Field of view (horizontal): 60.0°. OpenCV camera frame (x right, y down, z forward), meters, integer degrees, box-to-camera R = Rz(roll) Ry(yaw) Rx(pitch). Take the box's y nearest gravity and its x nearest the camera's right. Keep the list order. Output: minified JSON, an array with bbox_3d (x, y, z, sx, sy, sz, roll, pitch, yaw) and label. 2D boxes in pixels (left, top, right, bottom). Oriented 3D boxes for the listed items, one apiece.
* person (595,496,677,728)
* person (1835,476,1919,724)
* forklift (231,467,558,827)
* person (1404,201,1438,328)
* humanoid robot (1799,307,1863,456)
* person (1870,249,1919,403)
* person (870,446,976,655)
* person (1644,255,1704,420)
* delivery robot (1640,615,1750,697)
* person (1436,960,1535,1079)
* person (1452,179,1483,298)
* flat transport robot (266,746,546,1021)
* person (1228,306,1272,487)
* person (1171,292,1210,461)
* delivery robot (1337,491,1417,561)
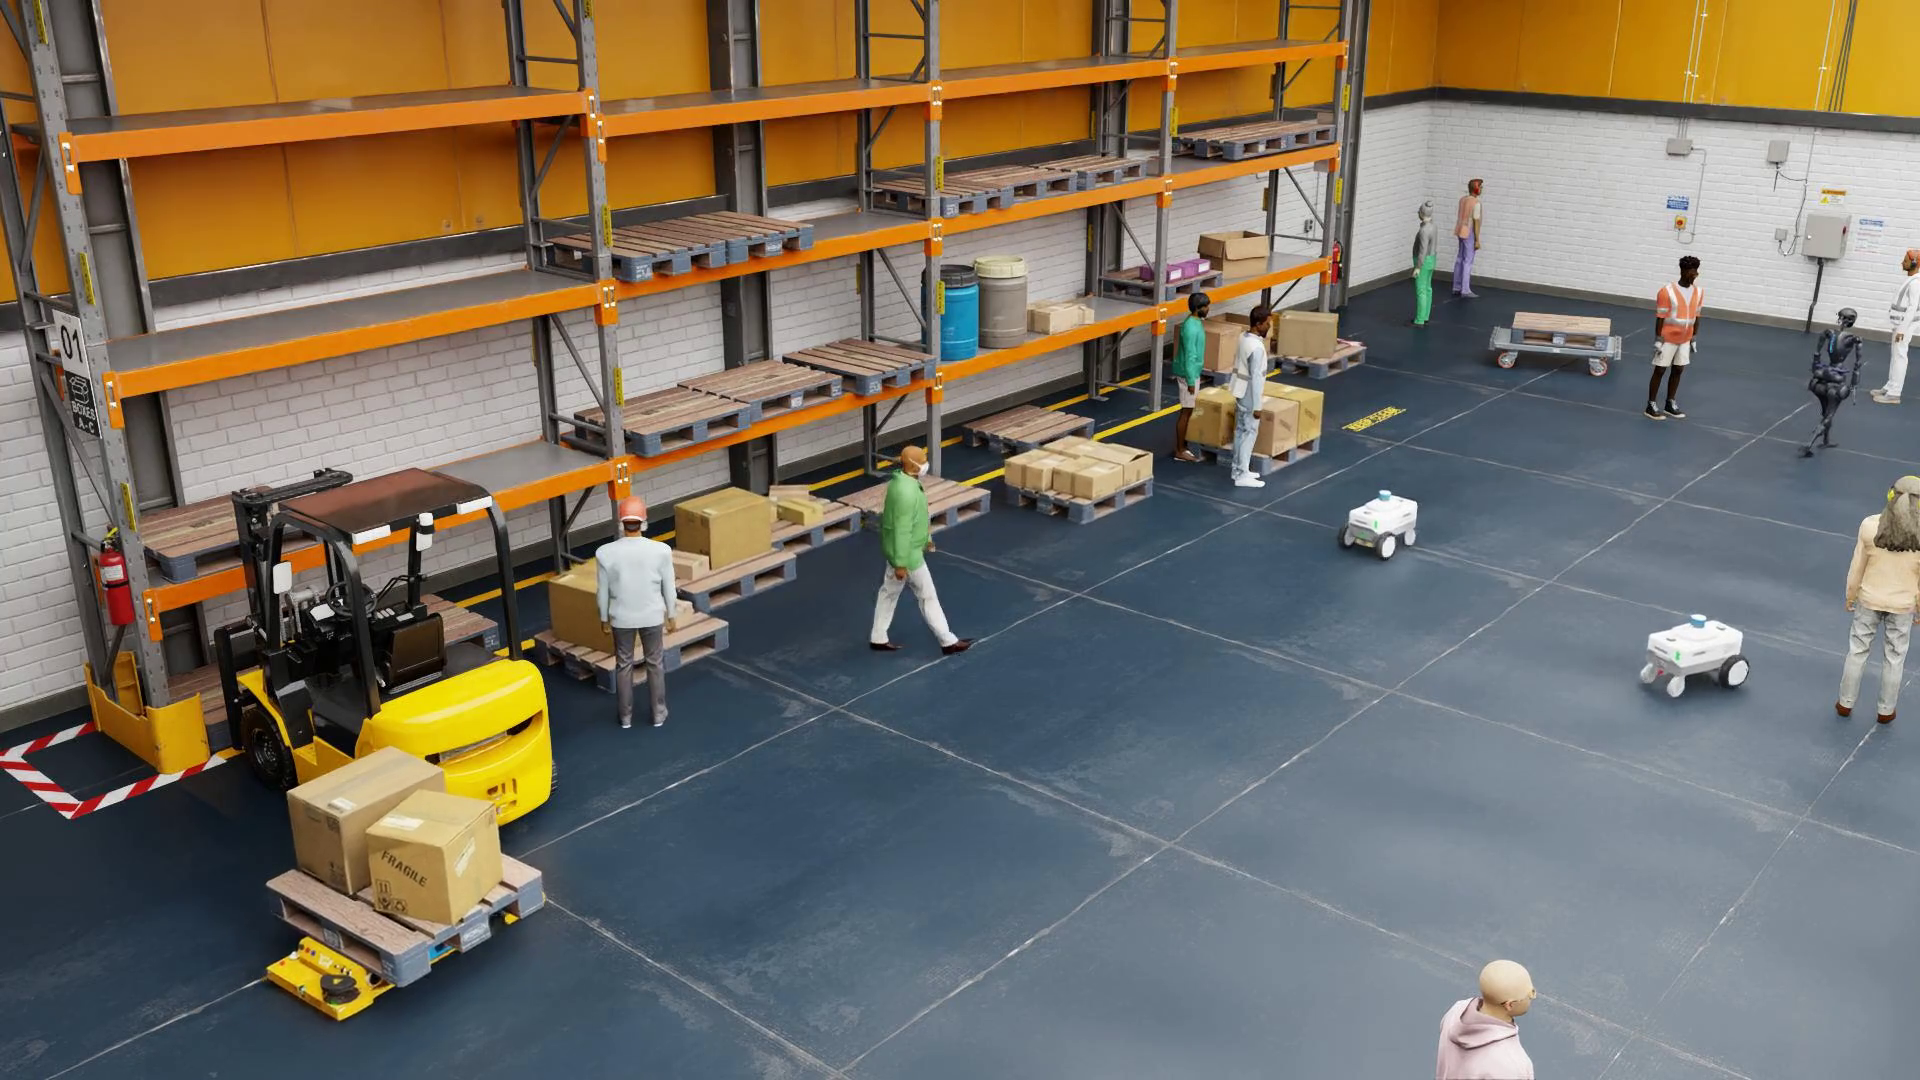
[{"bbox_3d":[-2.326,0.524,12.010,0.572,1.739,0.351,-4,21,-10],"label":"person"},{"bbox_3d":[6.711,0.440,12.042,0.554,1.877,0.410,12,23,28],"label":"person"},{"bbox_3d":[-3.730,0.710,10.856,2.313,2.155,1.214,17,26,38],"label":"forklift"},{"bbox_3d":[6.718,-4.008,24.132,0.344,1.850,0.512,13,24,31],"label":"person"},{"bbox_3d":[9.577,-1.749,18.318,0.740,1.640,0.611,-10,22,-25],"label":"humanoid robot"},{"bbox_3d":[11.489,-2.609,20.293,0.357,1.882,0.572,9,22,22],"label":"person"},{"bbox_3d":[-0.314,0.085,13.181,0.901,1.737,0.561,-2,20,-7],"label":"person"},{"bbox_3d":[8.433,-2.386,19.589,0.596,1.958,0.374,-5,21,-13],"label":"person"},{"bbox_3d":[5.648,0.863,12.793,0.790,0.589,0.499,-9,22,-23],"label":"delivery robot"},{"bbox_3d":[2.073,2.463,6.687,0.397,1.782,0.535,-4,21,-12],"label":"person"},{"bbox_3d":[7.974,-4.743,26.122,0.388,1.847,0.564,-4,21,-12],"label":"person"},{"bbox_3d":[-3.153,2.220,9.536,0.659,0.231,1.431,14,24,33],"label":"flat transport robot"},{"bbox_3d":[3.001,-1.486,17.217,0.414,1.906,0.601,-2,20,-5],"label":"person"},{"bbox_3d":[2.503,-1.782,18.111,0.404,1.843,0.496,5,21,12],"label":"person"},{"bbox_3d":[3.942,-0.156,15.567,0.787,0.599,0.499,-17,26,-39],"label":"delivery robot"}]
